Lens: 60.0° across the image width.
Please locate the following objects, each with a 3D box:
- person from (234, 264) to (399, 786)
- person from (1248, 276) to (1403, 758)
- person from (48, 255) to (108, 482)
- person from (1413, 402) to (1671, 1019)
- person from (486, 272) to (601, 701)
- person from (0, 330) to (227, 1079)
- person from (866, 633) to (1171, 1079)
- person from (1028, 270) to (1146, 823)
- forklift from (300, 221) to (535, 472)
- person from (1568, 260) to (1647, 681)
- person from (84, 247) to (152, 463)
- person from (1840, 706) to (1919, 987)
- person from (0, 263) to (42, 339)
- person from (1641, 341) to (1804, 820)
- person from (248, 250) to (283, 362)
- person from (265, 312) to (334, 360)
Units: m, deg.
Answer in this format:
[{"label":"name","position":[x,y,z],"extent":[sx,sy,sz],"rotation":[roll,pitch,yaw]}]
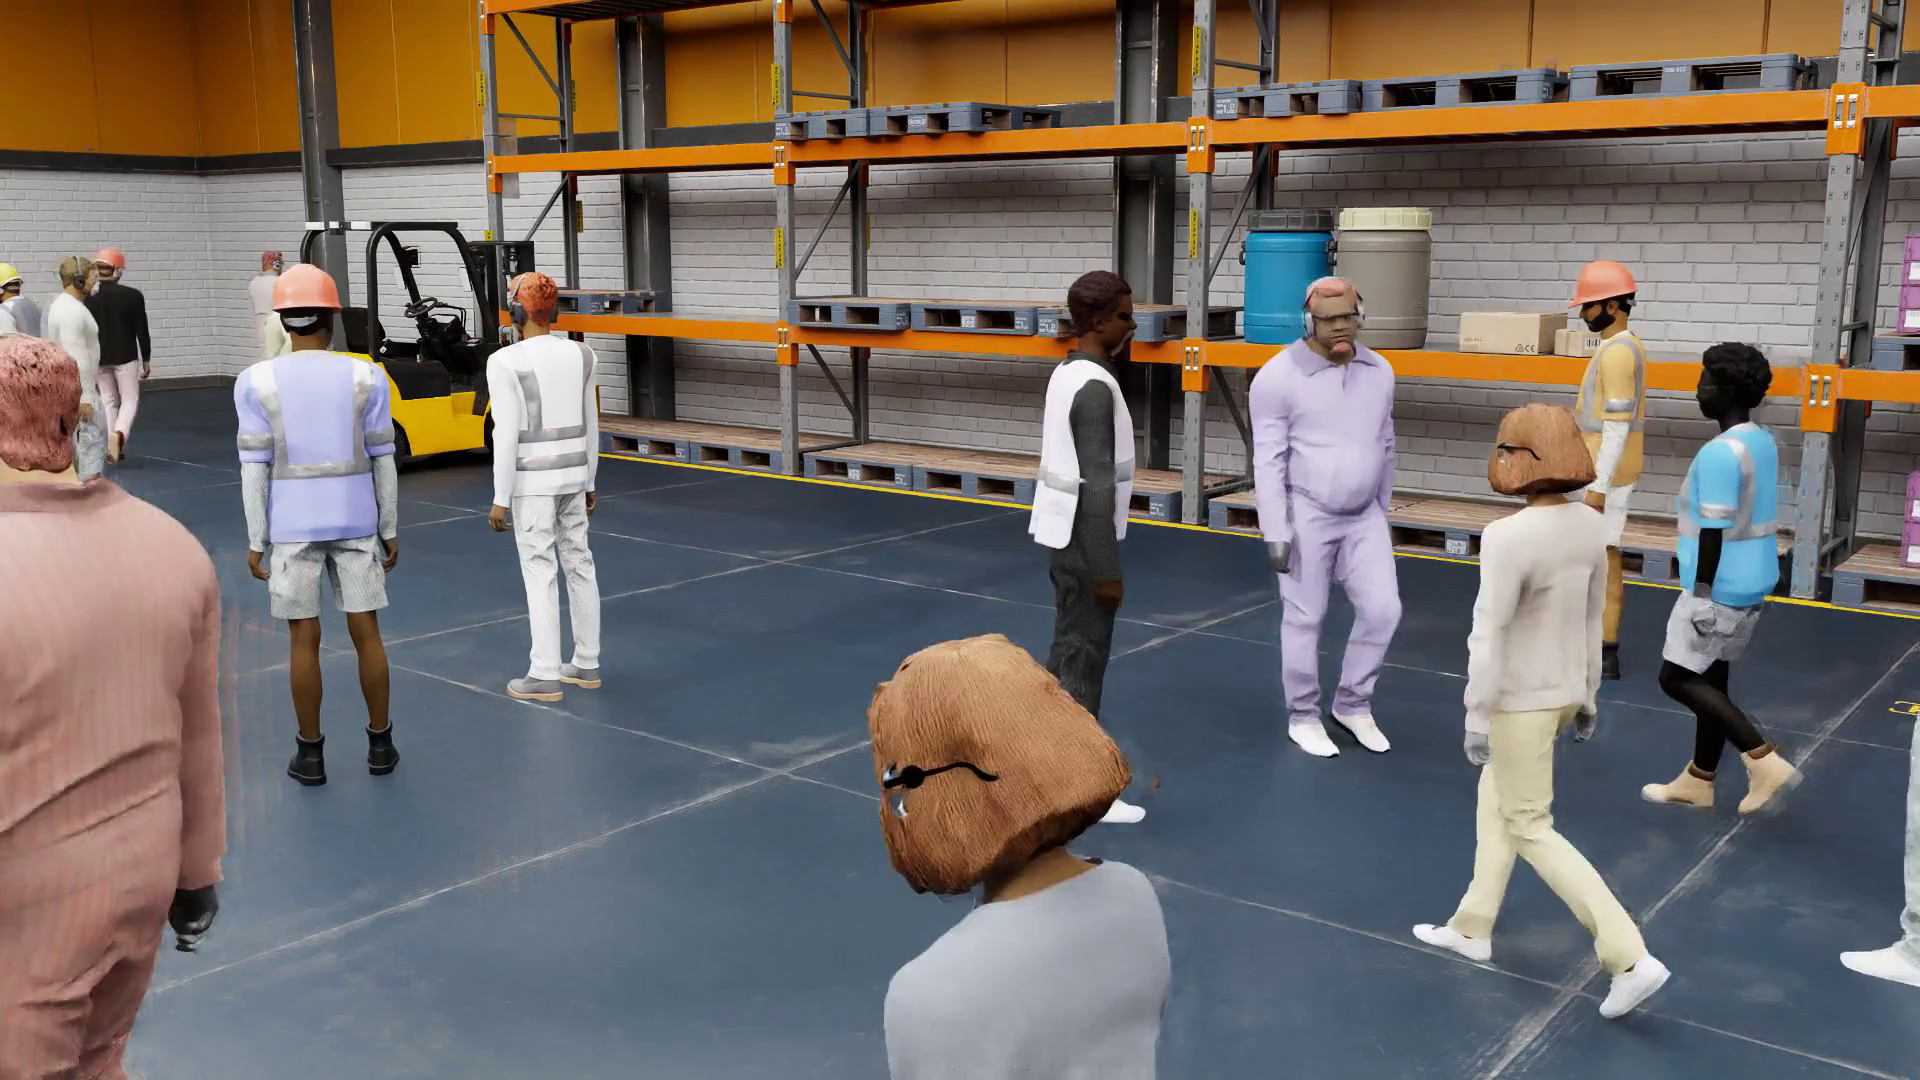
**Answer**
[{"label":"person","position":[-2.386,-0.053,6.218],"extent":[0.549,1.934,0.374],"rotation":[-5,11,-27]},{"label":"person","position":[1.442,-0.066,6.436],"extent":[0.661,1.885,0.522],"rotation":[-4,11,-20]},{"label":"person","position":[-6.230,-1.021,11.627],"extent":[0.617,1.920,0.641],"rotation":[-5,11,-26]},{"label":"person","position":[1.572,0.444,4.400],"extent":[0.509,1.605,0.771],"rotation":[-8,13,-39]},{"label":"person","position":[-1.829,-0.229,7.337],"extent":[0.358,1.882,0.574],"rotation":[7,13,35]},{"label":"person","position":[-1.466,0.595,2.780],"extent":[0.749,1.882,0.656],"rotation":[3,11,14]},{"label":"person","position":[0.037,0.900,1.833],"extent":[0.636,1.597,0.522],"rotation":[8,13,36]},{"label":"person","position":[0.439,0.022,5.845],"extent":[0.384,1.919,0.590],"rotation":[-1,10,-5]},{"label":"forklift","position":[-4.922,-1.741,14.854],"extent":[1.214,2.155,2.313],"rotation":[8,13,38]},{"label":"person","position":[2.953,-0.314,7.681],"extent":[0.366,1.930,0.542],"rotation":[4,11,21]},{"label":"person","position":[-7.590,-1.624,14.884],"extent":[0.630,1.970,0.799],"rotation":[-2,10,-11]},{"label":"person","position":[2.722,0.381,4.371],"extent":[0.503,1.727,0.518],"rotation":[-10,14,-43]},{"label":"person","position":[-8.042,-1.437,14.185],"extent":[0.404,1.827,0.590],"rotation":[-1,10,-5]},{"label":"person","position":[2.664,0.161,5.721],"extent":[0.480,1.680,0.539],"rotation":[9,14,42]},{"label":"person","position":[-7.654,-2.285,18.667],"extent":[0.638,1.908,0.409],"rotation":[7,12,33]},{"label":"person","position":[-5.202,-1.222,13.092],"extent":[0.784,1.801,0.594],"rotation":[5,12,27]}]
